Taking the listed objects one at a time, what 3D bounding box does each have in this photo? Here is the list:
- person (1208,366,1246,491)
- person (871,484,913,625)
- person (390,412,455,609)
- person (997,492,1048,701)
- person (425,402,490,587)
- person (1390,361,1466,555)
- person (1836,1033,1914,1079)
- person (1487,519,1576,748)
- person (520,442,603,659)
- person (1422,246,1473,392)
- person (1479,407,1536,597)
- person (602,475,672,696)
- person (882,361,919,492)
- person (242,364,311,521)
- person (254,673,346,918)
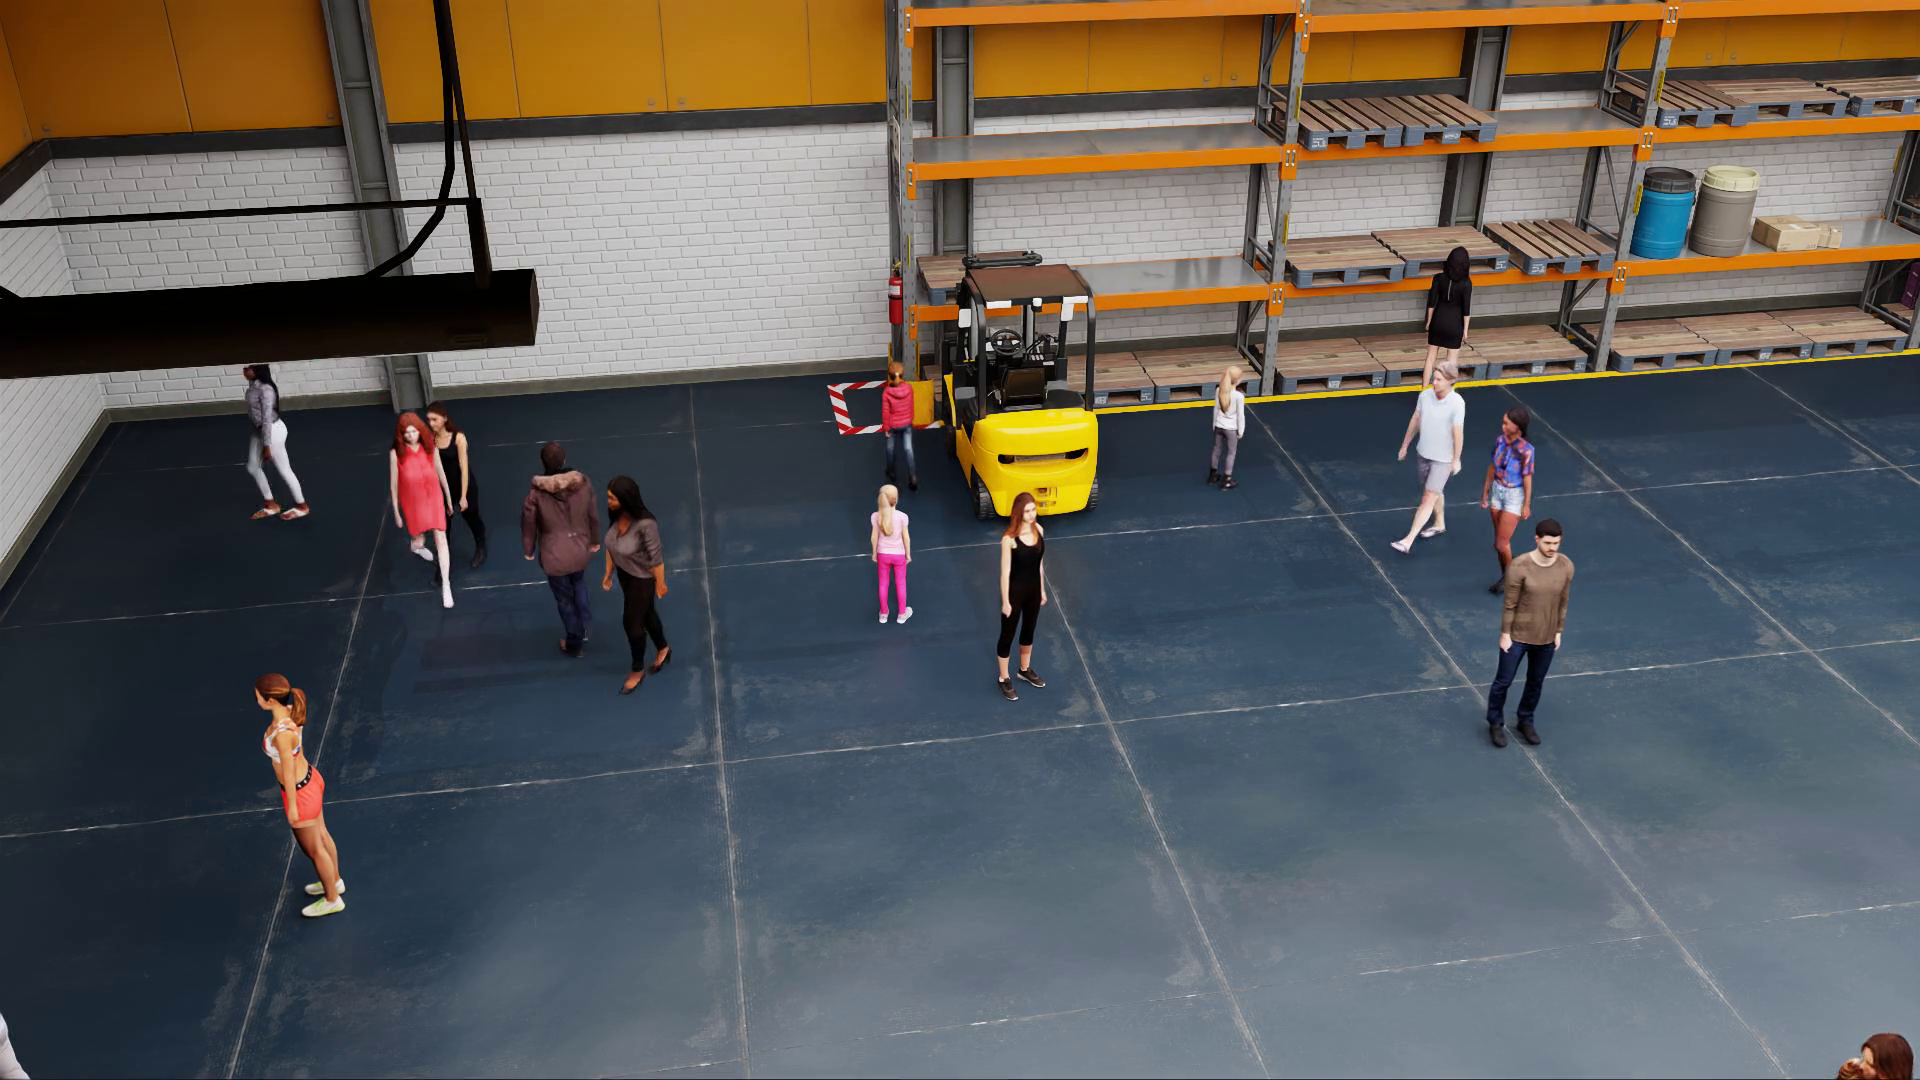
[{"bbox_3d":[2.592,-1.098,16.217,0.591,1.276,0.642,23,36,35],"label":"person"},{"bbox_3d":[-0.578,0.111,14.002,0.522,1.275,0.609,4,29,7],"label":"person"},{"bbox_3d":[-4.602,-0.303,14.217,1.039,1.795,0.905,-16,33,-27],"label":"person"},{"bbox_3d":[0.479,0.406,12.991,0.593,1.726,0.705,-20,35,-32],"label":"person"},{"bbox_3d":[-4.408,-0.479,14.691,1.050,1.652,0.900,4,29,8],"label":"person"},{"bbox_3d":[4.382,-0.776,15.087,1.213,1.793,0.978,-18,33,-29],"label":"person"},{"bbox_3d":[4.304,3.060,8.067,0.509,1.782,0.588,-5,29,-9],"label":"person"},{"bbox_3d":[4.231,0.669,12.340,0.543,1.888,0.727,-2,29,-4],"label":"person"},{"bbox_3d":[-3.138,0.126,13.403,0.791,1.821,0.936,-22,36,-35],"label":"person"},{"bbox_3d":[5.195,-2.253,17.785,0.654,1.803,0.717,18,33,29],"label":"person"},{"bbox_3d":[4.796,-0.345,14.369,0.710,1.724,0.698,-17,33,-28],"label":"person"},{"bbox_3d":[-2.455,0.280,13.128,0.981,1.815,0.887,-25,37,-38],"label":"person"},{"bbox_3d":[-0.561,-1.087,16.179,0.850,1.294,0.659,-9,30,-17],"label":"person"},{"bbox_3d":[-6.352,-0.972,15.539,0.860,1.705,0.777,-19,34,-30],"label":"person"},{"bbox_3d":[-4.227,1.625,10.691,0.532,1.788,0.570,-7,29,-12],"label":"person"}]
